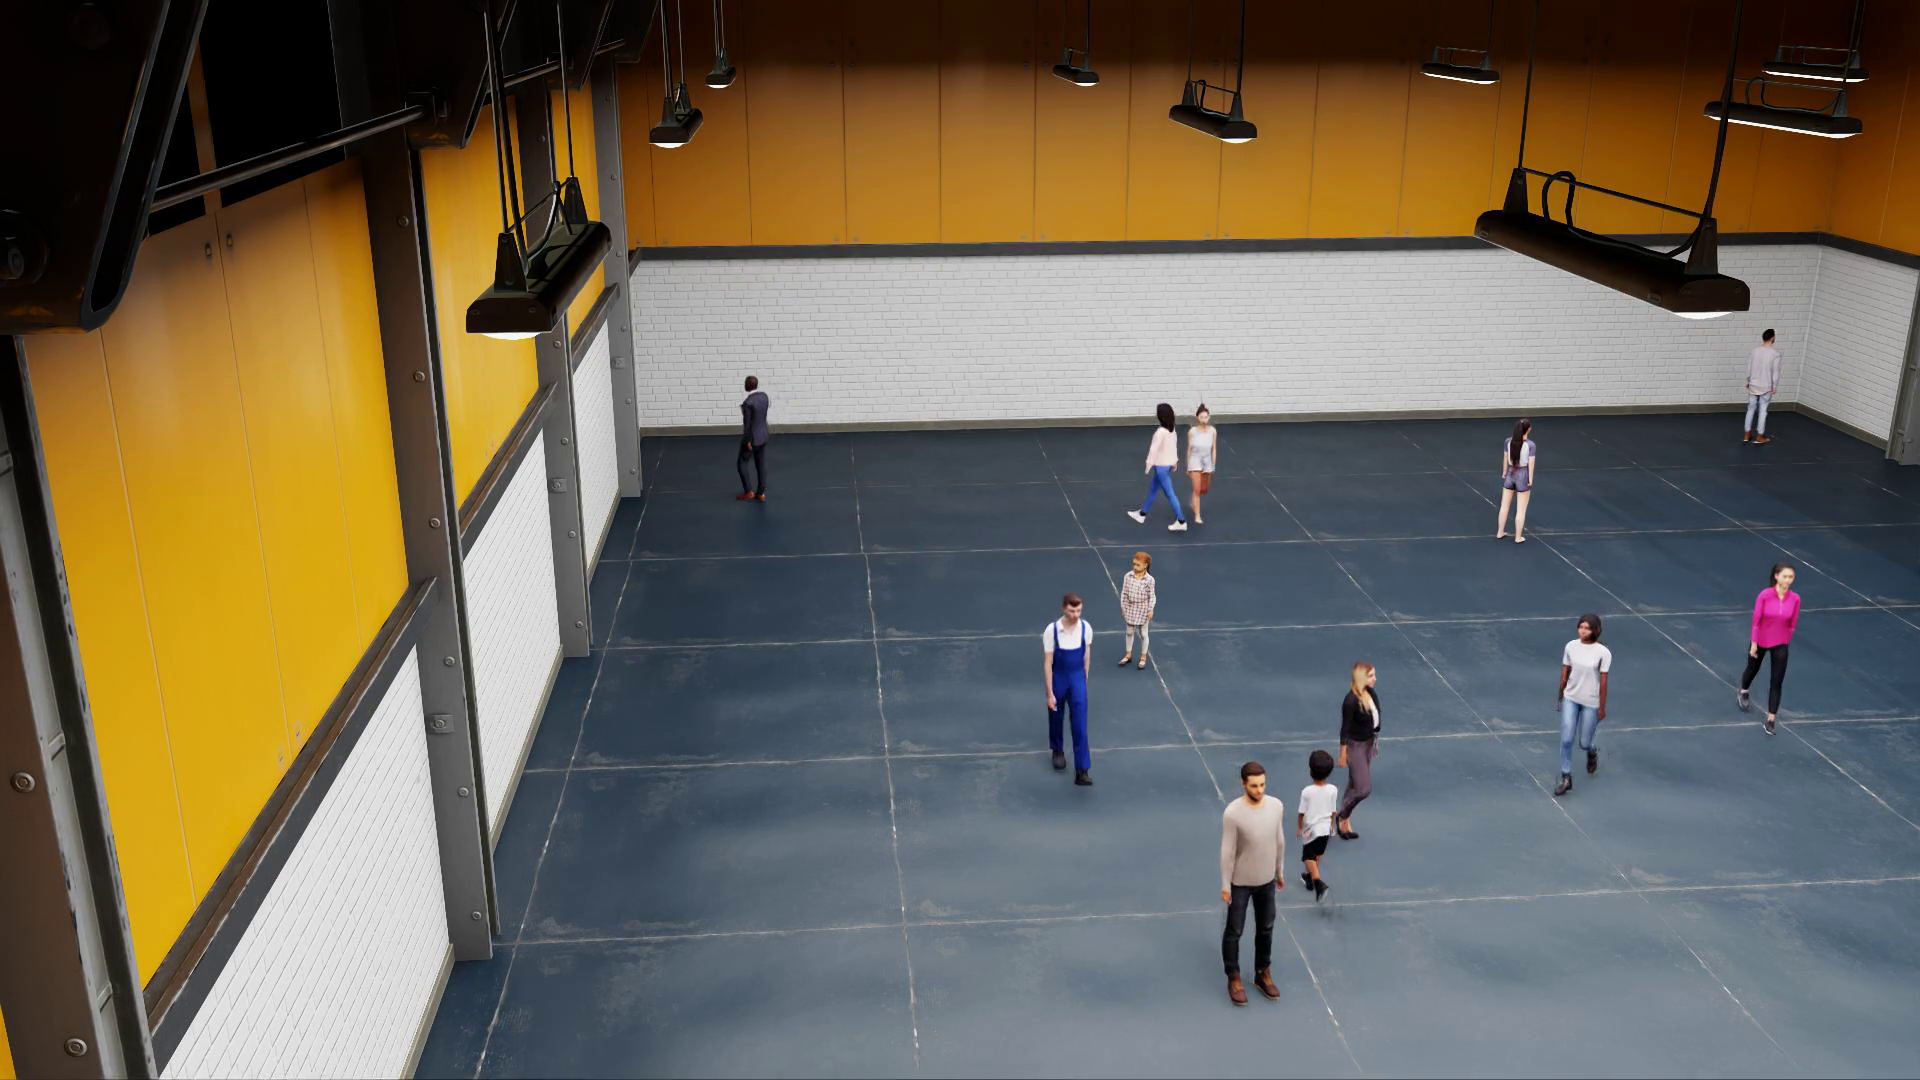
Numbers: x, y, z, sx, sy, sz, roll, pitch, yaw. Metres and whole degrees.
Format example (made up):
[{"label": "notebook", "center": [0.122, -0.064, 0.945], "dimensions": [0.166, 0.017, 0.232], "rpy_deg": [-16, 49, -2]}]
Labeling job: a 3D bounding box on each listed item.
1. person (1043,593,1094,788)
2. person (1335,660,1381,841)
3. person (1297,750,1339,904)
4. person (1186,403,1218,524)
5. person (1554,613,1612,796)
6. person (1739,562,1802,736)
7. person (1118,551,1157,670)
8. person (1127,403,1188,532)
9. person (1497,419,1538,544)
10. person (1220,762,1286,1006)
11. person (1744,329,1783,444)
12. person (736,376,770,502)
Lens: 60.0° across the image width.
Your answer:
[{"label": "person", "center": [0.957, 1.311, 15.396], "dimensions": [0.661, 1.801, 1.197], "rpy_deg": [-2, 19, -7]}, {"label": "person", "center": [3.314, 1.786, 14.204], "dimensions": [0.758, 1.661, 0.687], "rpy_deg": [13, 23, 34]}, {"label": "person", "center": [2.872, 2.312, 13.298], "dimensions": [0.555, 1.242, 0.798], "rpy_deg": [-4, 19, -12]}, {"label": "person", "center": [3.271, -1.059, 22.735], "dimensions": [0.592, 1.608, 0.882], "rpy_deg": [-3, 19, -8]}, {"label": "person", "center": [5.665, 1.471, 15.071], "dimensions": [0.910, 1.705, 0.964], "rpy_deg": [16, 24, 39]}, {"label": "person", "center": [7.998, 1.011, 16.504], "dimensions": [0.837, 1.662, 1.190], "rpy_deg": [5, 19, 14]}, {"label": "person", "center": [1.917, 0.728, 17.893], "dimensions": [0.616, 1.311, 0.649], "rpy_deg": [9, 21, 24]}, {"label": "person", "center": [2.789, -0.926, 22.167], "dimensions": [1.159, 1.719, 1.159], "rpy_deg": [12, 22, 32]}, {"label": "person", "center": [7.326, -0.787, 21.868], "dimensions": [0.643, 1.646, 0.717], "rpy_deg": [17, 25, 41]}, {"label": "person", "center": [2.079, 2.426, 11.986], "dimensions": [0.738, 1.864, 0.702], "rpy_deg": [-6, 20, -18]}, {"label": "person", "center": [12.811, -2.476, 26.578], "dimensions": [0.824, 1.840, 0.709], "rpy_deg": [-14, 23, -35]}, {"label": "person", "center": [-2.841, -1.420, 23.489], "dimensions": [0.892, 1.810, 0.823], "rpy_deg": [13, 23, 34]}]
